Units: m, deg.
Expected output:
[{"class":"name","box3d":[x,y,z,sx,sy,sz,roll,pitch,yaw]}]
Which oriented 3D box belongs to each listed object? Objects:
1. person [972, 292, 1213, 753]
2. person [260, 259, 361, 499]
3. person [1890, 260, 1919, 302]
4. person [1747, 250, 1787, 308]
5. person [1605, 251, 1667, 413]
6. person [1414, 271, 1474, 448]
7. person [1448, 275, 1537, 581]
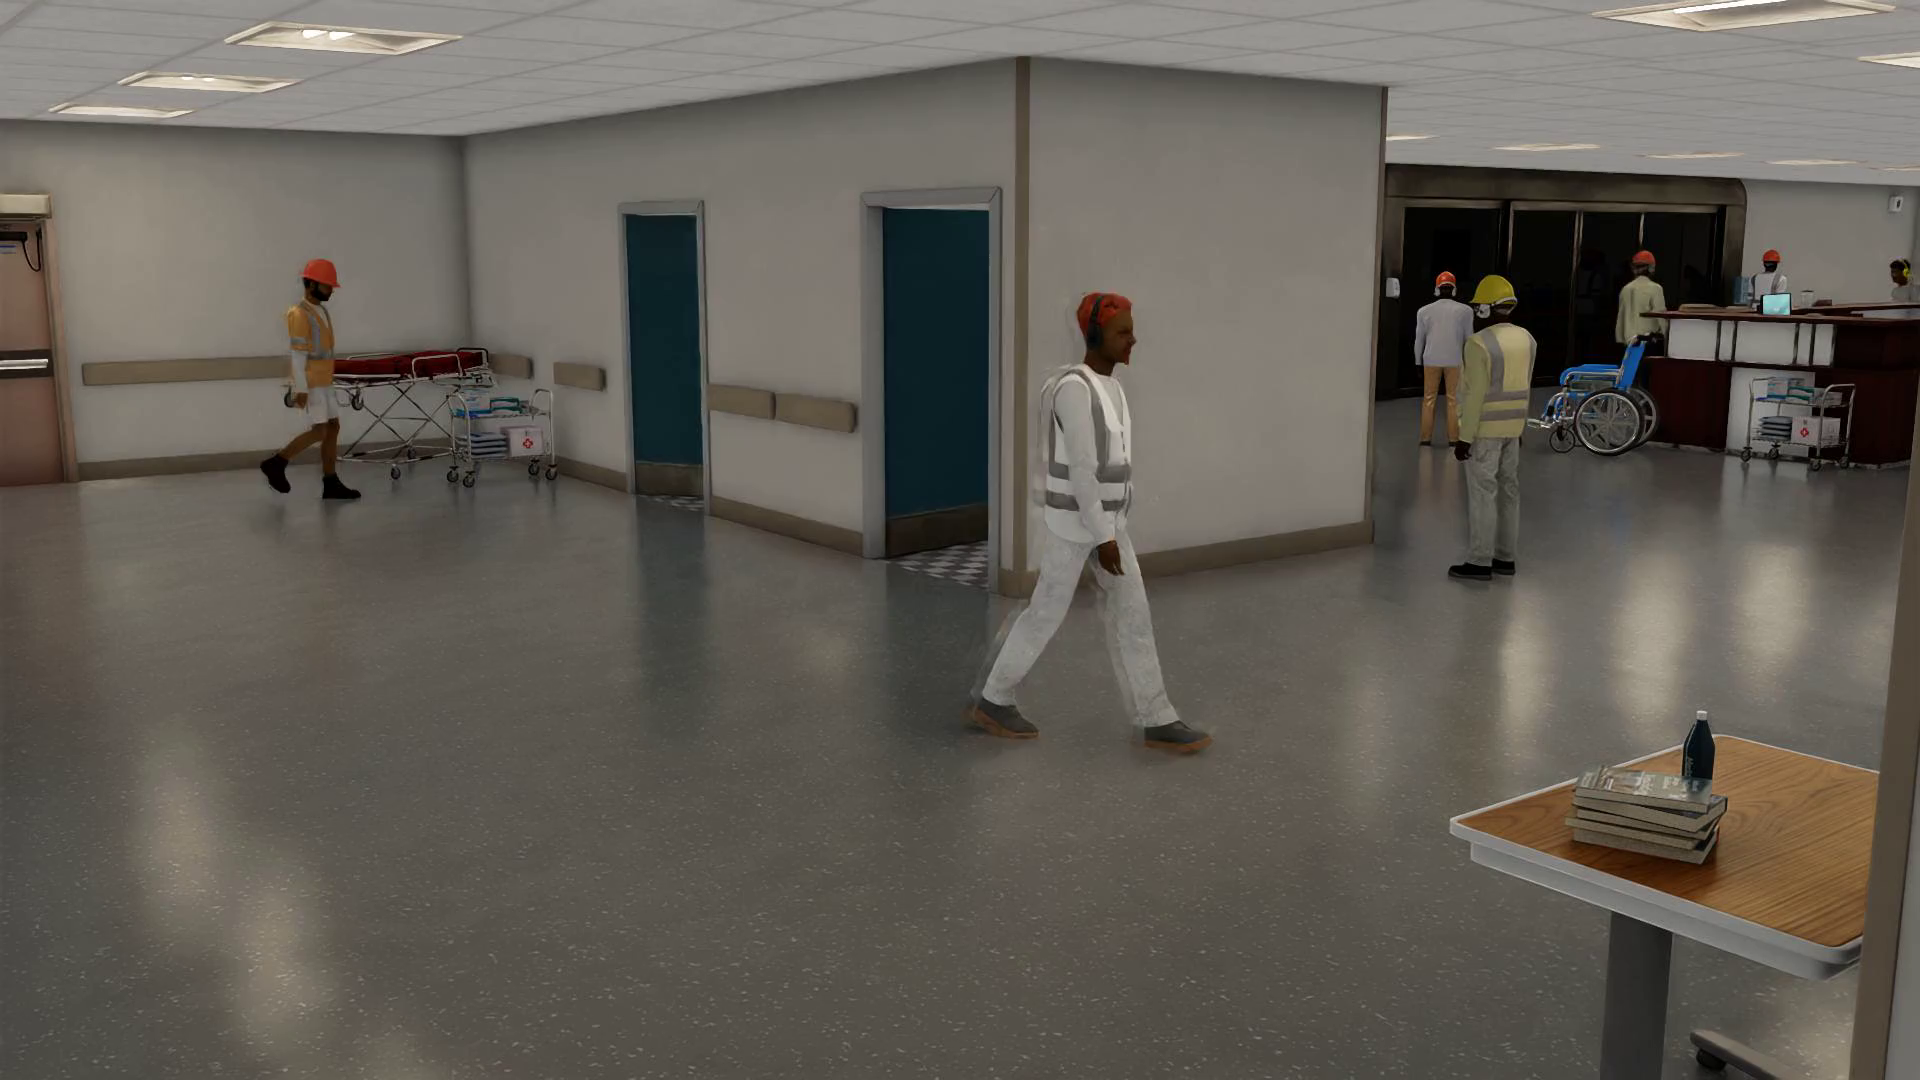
[{"class":"person","box3d":[0.499,-0.063,6.651,1.006,1.839,0.591,6,12,28]},{"class":"person","box3d":[-5.131,-1.247,13.056,0.641,1.902,0.557,0,10,-1]},{"class":"person","box3d":[11.659,-2.514,20.379,0.770,1.830,0.555,-1,10,-3]},{"class":"person","box3d":[11.630,-3.208,23.983,0.388,1.930,0.547,-7,12,-35]},{"class":"person","box3d":[7.674,-2.275,18.770,0.951,1.948,0.616,-2,10,-11]},{"class":"person","box3d":[4.794,-1.783,16.502,0.564,1.743,0.352,3,11,17]},{"class":"person","box3d":[3.190,-0.671,10.026,0.593,1.832,0.403,-7,12,-35]}]
